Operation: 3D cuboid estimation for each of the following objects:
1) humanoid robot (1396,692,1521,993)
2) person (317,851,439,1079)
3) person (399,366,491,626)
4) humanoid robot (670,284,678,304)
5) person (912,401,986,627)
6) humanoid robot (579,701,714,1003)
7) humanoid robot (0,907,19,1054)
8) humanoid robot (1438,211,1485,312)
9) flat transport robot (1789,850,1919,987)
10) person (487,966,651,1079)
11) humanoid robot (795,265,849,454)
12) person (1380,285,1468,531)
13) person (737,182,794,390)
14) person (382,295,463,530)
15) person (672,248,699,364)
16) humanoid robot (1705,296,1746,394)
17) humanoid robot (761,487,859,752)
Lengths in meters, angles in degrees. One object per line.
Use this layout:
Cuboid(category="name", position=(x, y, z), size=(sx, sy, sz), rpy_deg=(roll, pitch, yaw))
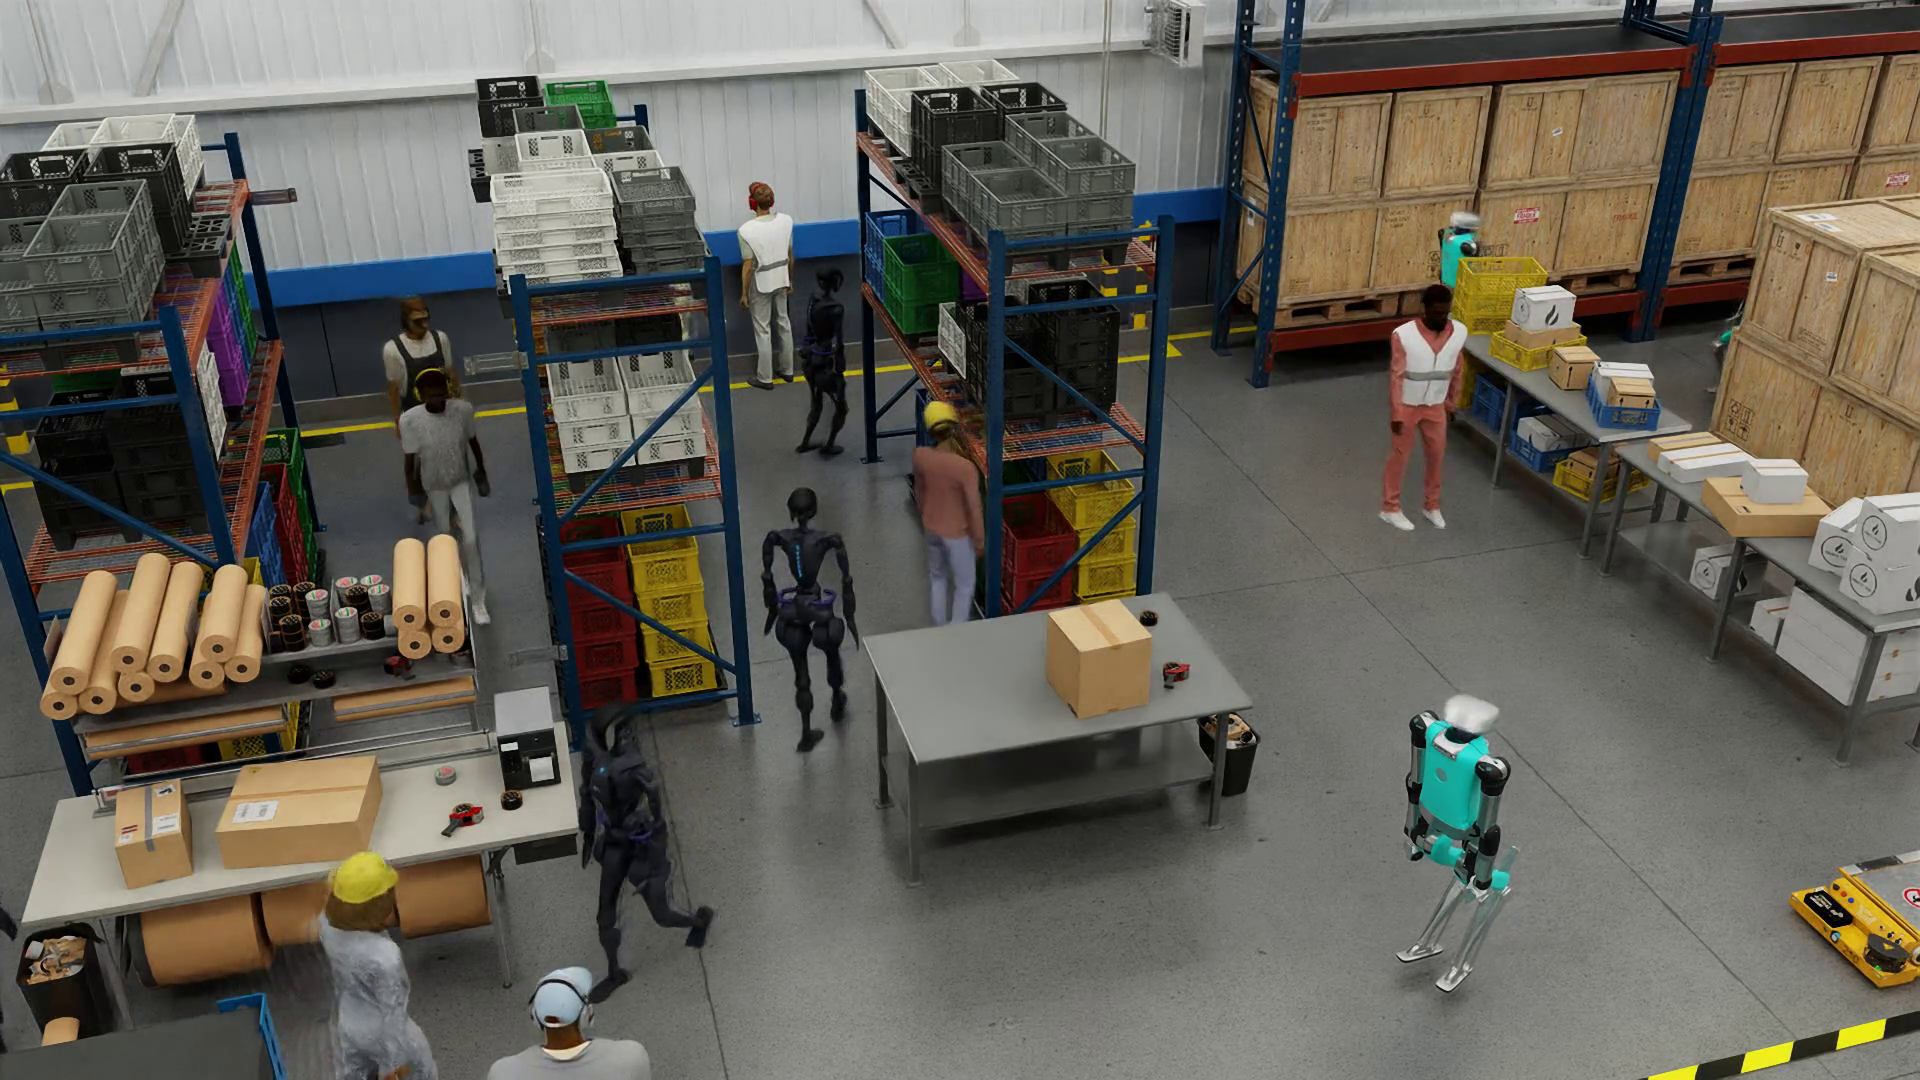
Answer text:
Cuboid(category="humanoid robot", position=(2.470, 1.397, 7.958), size=(0.735, 1.674, 0.533), rpy_deg=(-17, 33, -28))
Cuboid(category="person", position=(-2.484, 2.050, 6.923), size=(0.494, 1.714, 0.765), rpy_deg=(18, 33, 29))
Cuboid(category="person", position=(-3.420, -0.323, 11.136), size=(0.532, 1.811, 0.918), rpy_deg=(-10, 30, -18))
Cuboid(category="humanoid robot", position=(-2.551, -1.276, 12.981), size=(0.562, 1.791, 0.817), rpy_deg=(18, 33, 29))
Cuboid(category="person", position=(-0.046, -0.042, 10.730), size=(0.661, 1.730, 0.328), rpy_deg=(22, 36, 35))
Cuboid(category="humanoid robot", position=(-1.559, 1.469, 8.080), size=(0.590, 1.655, 0.735), rpy_deg=(19, 34, 31))
Cuboid(category="humanoid robot", position=(-4.658, 1.745, 7.534), size=(0.615, 1.636, 0.641), rpy_deg=(-14, 32, -23))
Cuboid(category="humanoid robot", position=(4.417, -1.966, 14.252), size=(1.039, 1.755, 0.541), rpy_deg=(-7, 29, -12))
Cuboid(category="flat transport robot", position=(5.163, 1.916, 8.676), size=(1.431, 0.231, 0.659), rpy_deg=(-8, 30, -14))
Cuboid(category="person", position=(-1.413, 2.337, 6.265), size=(0.598, 1.850, 0.385), rpy_deg=(-6, 29, -12))
Cuboid(category="humanoid robot", position=(-1.110, -1.411, 13.287), size=(0.390, 1.629, 0.613), rpy_deg=(-16, 33, -27))
Cuboid(category="person", position=(3.406, -0.992, 12.265), size=(0.604, 1.904, 0.452), rpy_deg=(-5, 29, -9))
Cuboid(category="person", position=(-1.676, -2.211, 14.545), size=(0.568, 1.844, 0.378), rpy_deg=(-25, 38, -38))
Cuboid(category="person", position=(-3.883, -0.918, 12.203), size=(0.421, 1.831, 0.523), rpy_deg=(26, 38, 38))
Cuboid(category="person", position=(-2.369, -1.451, 13.194), size=(0.663, 1.807, 0.432), rpy_deg=(-17, 33, -28))
Cuboid(category="humanoid robot", position=(6.817, -1.998, 14.274), size=(1.028, 1.734, 0.563), rpy_deg=(-1, 29, -1))
Cuboid(category="humanoid robot", position=(-0.890, 0.444, 9.914), size=(0.602, 1.641, 0.633), rpy_deg=(5, 29, 9))
